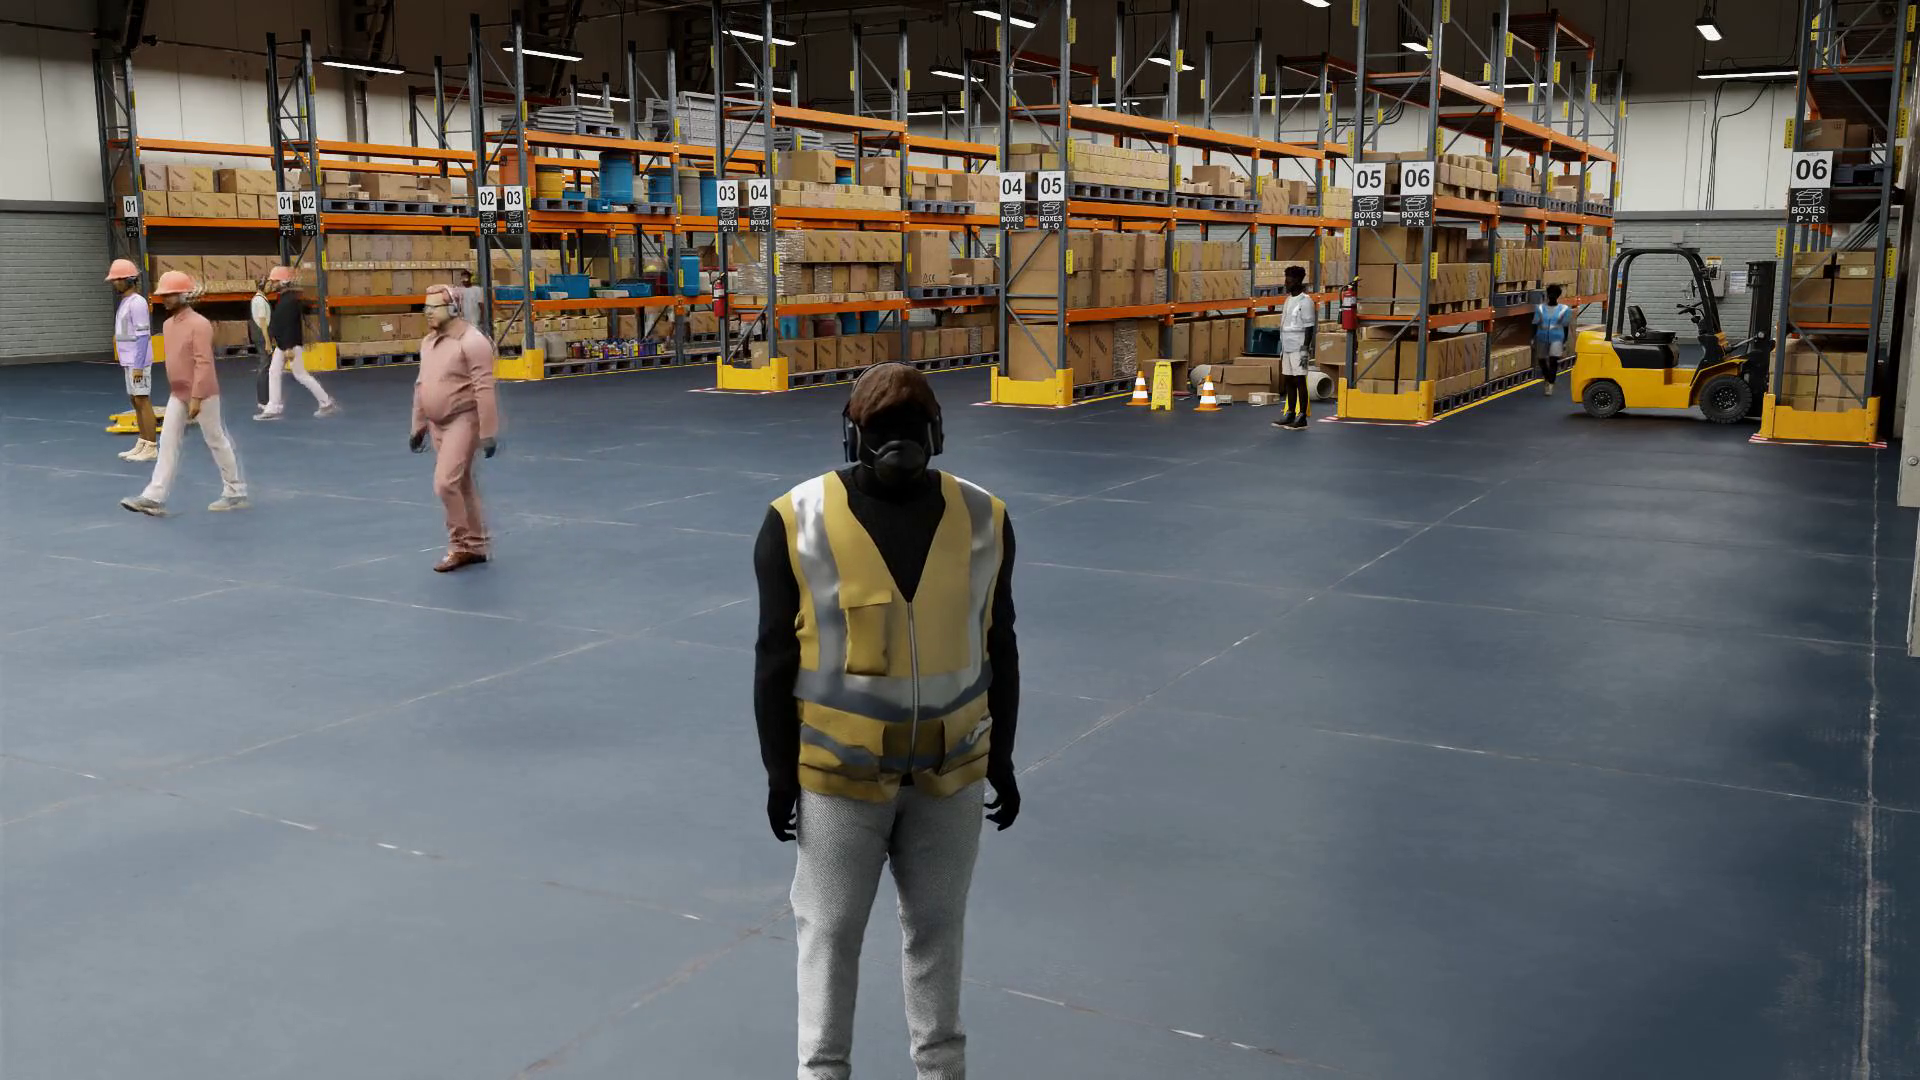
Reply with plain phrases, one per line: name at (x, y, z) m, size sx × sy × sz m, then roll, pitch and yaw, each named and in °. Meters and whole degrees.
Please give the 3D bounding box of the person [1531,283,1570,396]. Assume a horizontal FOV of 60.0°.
person at (8.858, -3.008, 24.906) m, size 0.533 × 1.676 × 0.681 m, roll 6°, pitch 11°, yaw 31°

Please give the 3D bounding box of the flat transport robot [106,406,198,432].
flat transport robot at (-9.619, -1.453, 19.919) m, size 0.652 × 0.197 × 1.431 m, roll -1°, pitch 10°, yaw -6°

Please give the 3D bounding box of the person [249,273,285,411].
person at (-9.359, -2.660, 22.405) m, size 0.345 × 1.840 × 0.504 m, roll -6°, pitch 11°, yaw -30°

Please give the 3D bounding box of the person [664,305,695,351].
person at (-6.131, -5.102, 36.228) m, size 0.618 × 2.013 × 0.943 m, roll 3°, pitch 10°, yaw 19°

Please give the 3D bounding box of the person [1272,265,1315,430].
person at (4.015, -2.307, 19.963) m, size 0.361 × 1.964 × 0.618 m, roll -3°, pitch 10°, yaw -15°

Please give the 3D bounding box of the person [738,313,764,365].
person at (-3.995, -4.202, 31.835) m, size 0.539 × 1.698 × 0.319 m, roll 1°, pitch 10°, yaw 6°

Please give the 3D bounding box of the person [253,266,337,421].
person at (-8.472, -2.496, 21.113) m, size 0.981 × 1.956 × 0.622 m, roll -7°, pitch 12°, yaw -35°

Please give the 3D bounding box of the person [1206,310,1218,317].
person at (6.058, -5.629, 39.964) m, size 0.949 × 1.787 × 0.654 m, roll 3°, pitch 10°, yaw 17°

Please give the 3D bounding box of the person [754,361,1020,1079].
person at (-0.151, 0.519, 3.784) m, size 0.621 × 1.845 × 0.429 m, roll -3°, pitch 10°, yaw -16°

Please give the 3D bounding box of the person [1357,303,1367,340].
person at (8.700, -5.037, 36.270) m, size 0.515 × 1.860 × 0.326 m, roll 2°, pitch 10°, yaw 11°

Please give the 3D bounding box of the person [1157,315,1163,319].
person at (4.225, -4.977, 35.742) m, size 0.470 × 1.911 × 0.628 m, roll -5°, pitch 11°, yaw -28°

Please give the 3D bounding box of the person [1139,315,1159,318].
person at (3.911, -4.785, 34.563) m, size 0.552 × 1.934 × 0.363 m, roll 4°, pitch 11°, yaw 23°

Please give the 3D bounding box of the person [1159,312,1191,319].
person at (4.279, -4.546, 32.856) m, size 0.689 × 2.000 × 0.804 m, roll 5°, pitch 11°, yaw 25°

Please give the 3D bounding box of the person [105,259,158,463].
person at (-8.353, -1.802, 16.789) m, size 0.376 × 2.043 × 0.605 m, roll -7°, pitch 12°, yaw -36°

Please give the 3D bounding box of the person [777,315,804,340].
person at (-3.120, -4.051, 30.554) m, size 0.594 × 1.830 × 0.481 m, roll 4°, pitch 10°, yaw 21°

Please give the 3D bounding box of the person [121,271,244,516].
person at (-6.212, -1.155, 13.251) m, size 0.635 × 1.940 × 1.002 m, roll 6°, pitch 11°, yaw 32°

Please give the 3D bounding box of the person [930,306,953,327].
person at (-0.431, -5.116, 36.393) m, size 0.621 × 1.974 × 0.741 m, roll 8°, pitch 13°, yaw 39°

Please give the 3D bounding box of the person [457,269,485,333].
person at (-8.538, -3.779, 28.919) m, size 0.561 × 1.850 × 0.402 m, roll 3°, pitch 10°, yaw 19°

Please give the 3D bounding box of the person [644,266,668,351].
person at (-6.391, -4.750, 34.548) m, size 0.609 × 1.877 × 1.009 m, roll 5°, pitch 11°, yaw 27°

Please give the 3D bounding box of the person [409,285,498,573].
person at (-3.396, -0.727, 10.954) m, size 0.681 × 1.884 × 0.654 m, roll 8°, pitch 13°, yaw 41°
